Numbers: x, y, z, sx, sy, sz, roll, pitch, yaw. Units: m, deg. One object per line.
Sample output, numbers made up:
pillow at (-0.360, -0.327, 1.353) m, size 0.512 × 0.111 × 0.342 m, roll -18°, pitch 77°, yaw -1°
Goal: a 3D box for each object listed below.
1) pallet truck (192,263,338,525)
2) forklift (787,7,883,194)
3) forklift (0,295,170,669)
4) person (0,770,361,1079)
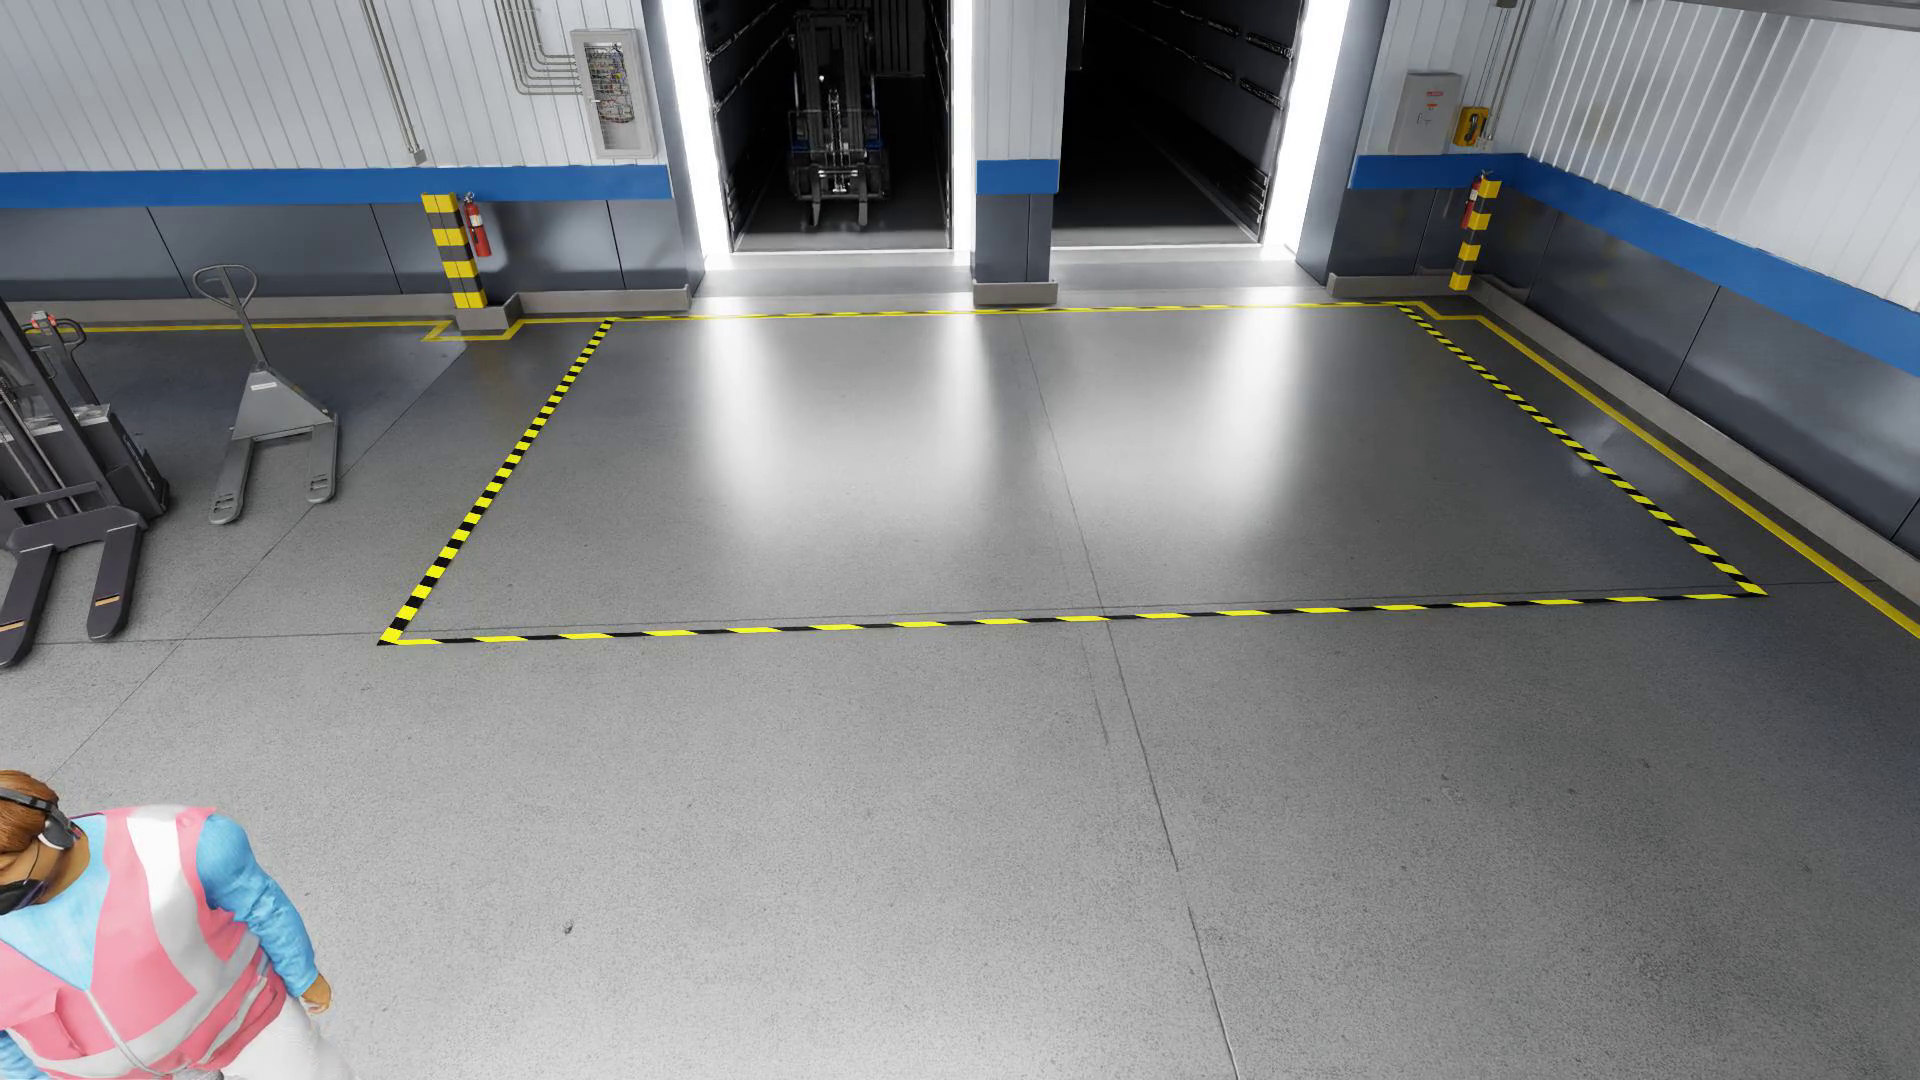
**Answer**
pallet truck at (-4.778, -1.027, 6.128) m, size 0.680 × 1.201 × 1.601 m, roll -17°, pitch 38°, yaw -23°
forklift at (-1.624, -5.873, 12.116) m, size 1.157 × 2.036 × 2.680 m, roll -3°, pitch 35°, yaw -4°
forklift at (-5.212, -0.618, 4.878) m, size 0.823 × 1.965 × 1.885 m, roll -20°, pitch 39°, yaw -26°
person at (-1.981, 1.246, 2.335) m, size 0.633 × 1.841 × 0.429 m, roll -20°, pitch 39°, yaw -26°
